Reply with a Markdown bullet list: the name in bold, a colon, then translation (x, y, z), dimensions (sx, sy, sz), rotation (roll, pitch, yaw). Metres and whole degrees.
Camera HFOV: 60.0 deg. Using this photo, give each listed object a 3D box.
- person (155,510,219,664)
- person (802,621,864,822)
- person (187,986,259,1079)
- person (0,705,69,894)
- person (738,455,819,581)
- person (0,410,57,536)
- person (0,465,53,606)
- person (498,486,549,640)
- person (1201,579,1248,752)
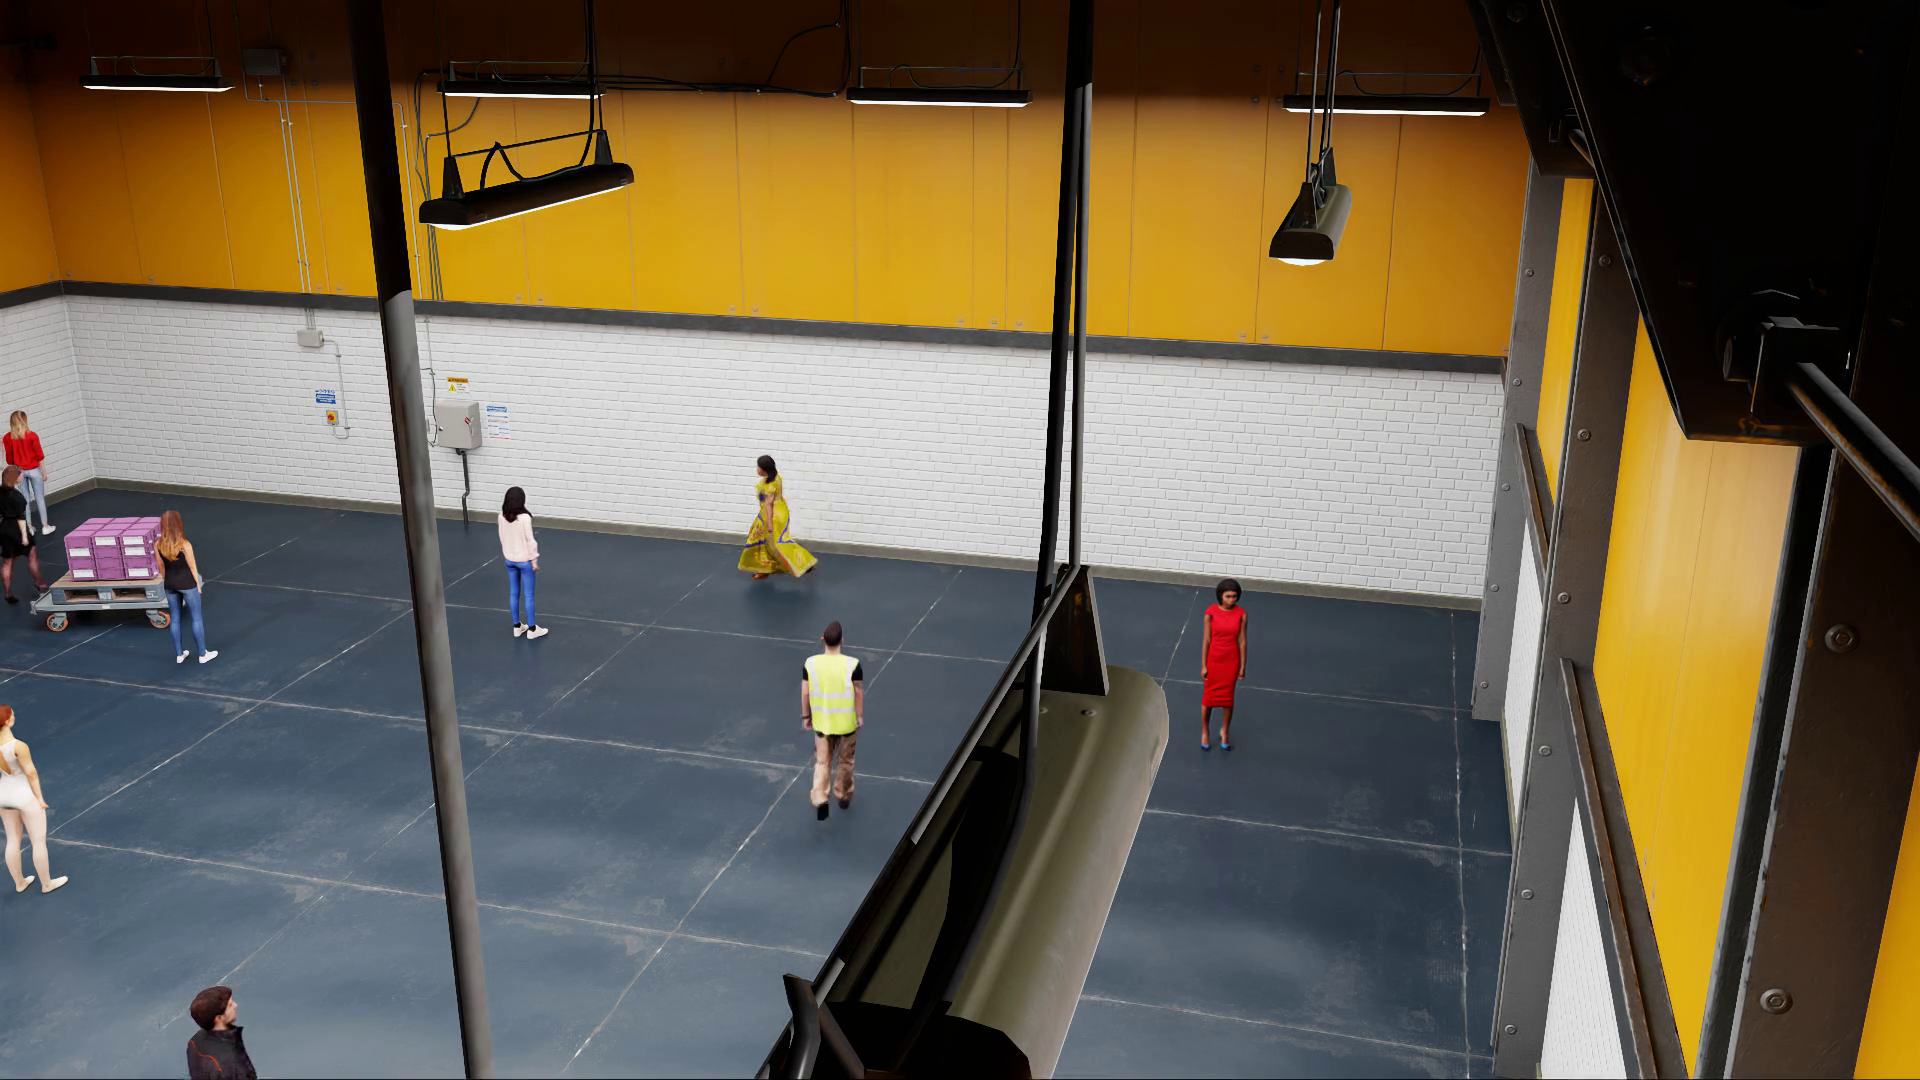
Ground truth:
- **person**: translation (-8.444, 0.506, 18.026), dimensions (0.628, 1.724, 0.583), rotation (2, 19, 5)
- **person**: translation (-1.108, 1.608, 14.591), dimensions (0.848, 1.827, 1.090), rotation (1, 19, 2)
- **person**: translation (-4.151, 3.381, 9.347), dimensions (1.189, 1.814, 1.074), rotation (-15, 24, -38)
- **person**: translation (-7.611, 2.092, 13.442), dimensions (0.570, 1.644, 0.508), rotation (3, 19, 8)
- **person**: translation (-2.200, -0.242, 20.416), dimensions (1.043, 1.616, 1.264), rotation (1, 19, 2)
- **person**: translation (-12.464, -0.898, 22.227), dimensions (0.689, 1.703, 0.665), rotation (-4, 19, -11)
- **person**: translation (-11.239, -0.022, 19.684), dimensions (0.750, 1.666, 0.938), rotation (7, 20, 19)
- **person**: translation (-4.962, 0.245, 18.730), dimensions (0.692, 1.769, 0.624), rotation (10, 21, 27)
- **person**: translation (2.515, 1.188, 15.975), dimensions (0.619, 1.741, 0.572), rotation (1, 19, 2)
